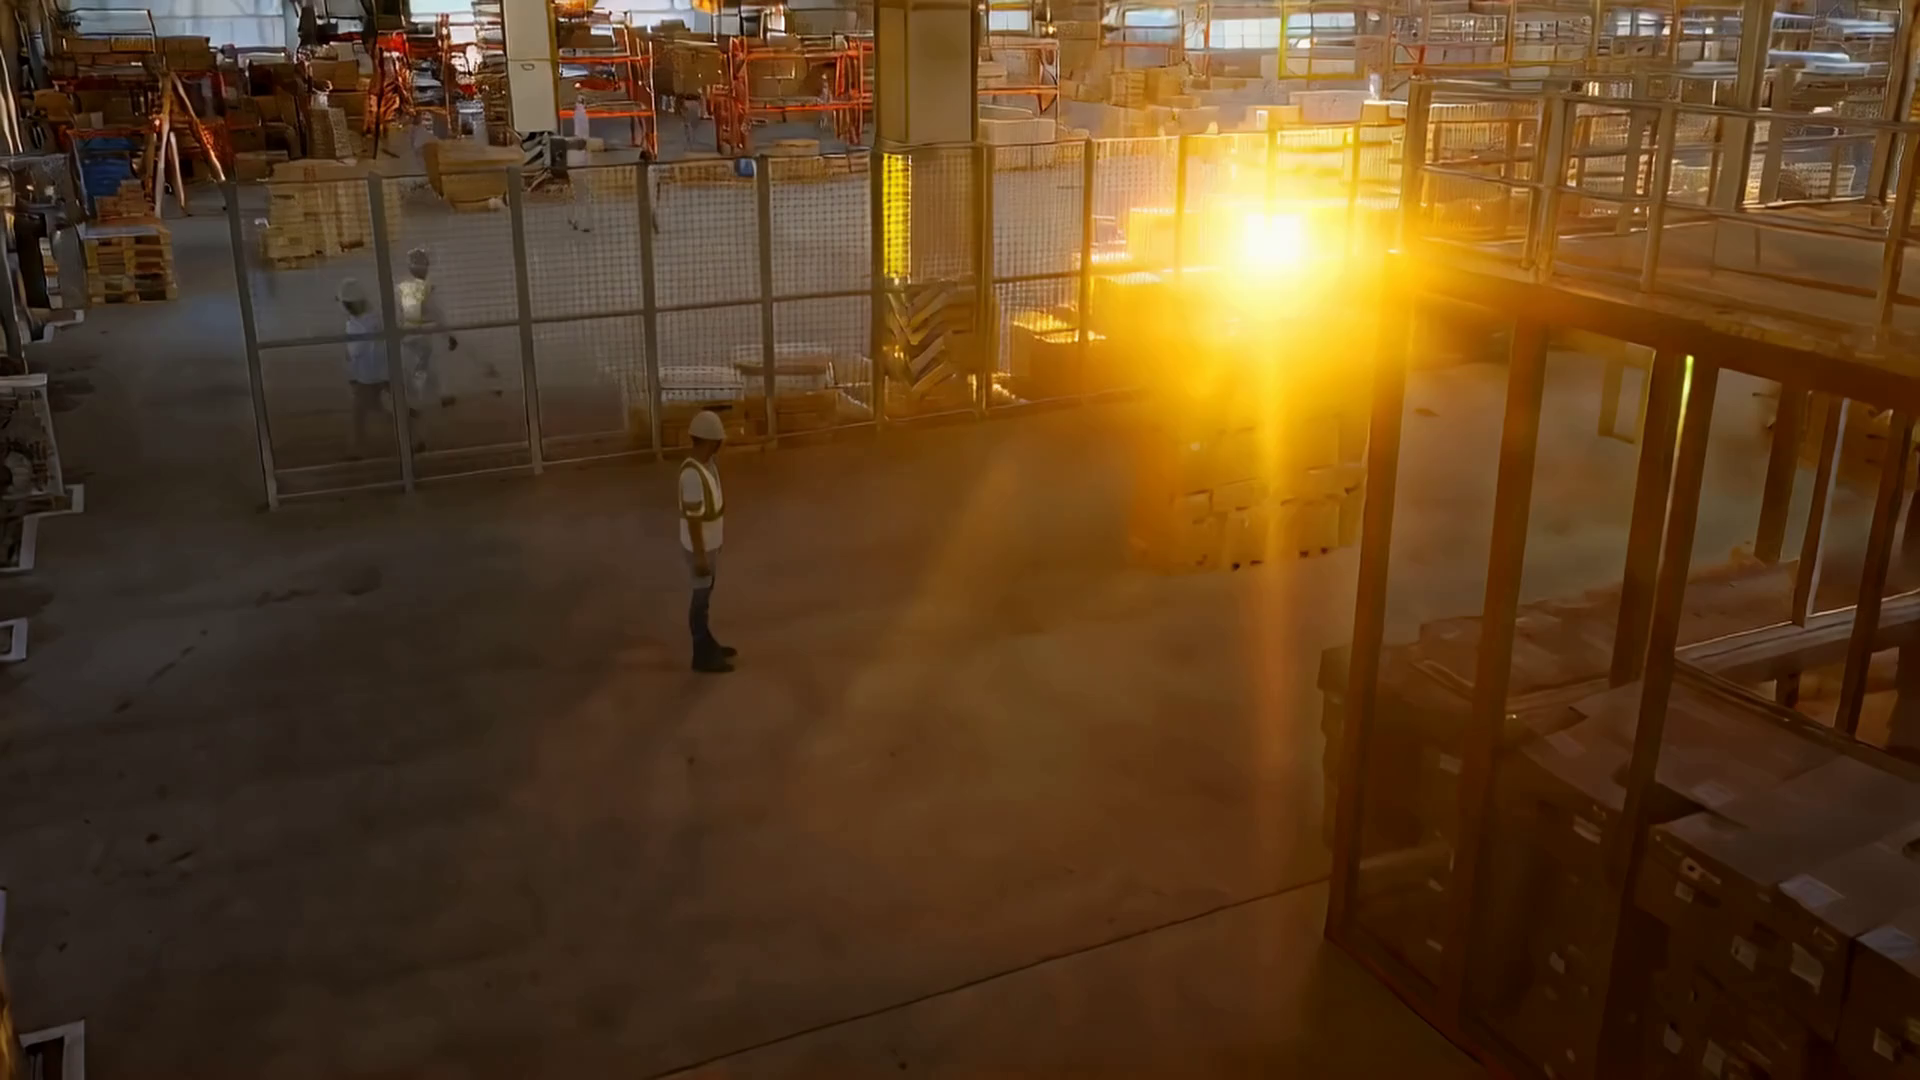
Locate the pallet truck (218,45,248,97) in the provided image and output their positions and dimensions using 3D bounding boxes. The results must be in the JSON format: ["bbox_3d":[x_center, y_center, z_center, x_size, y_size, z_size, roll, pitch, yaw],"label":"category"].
[{"bbox_3d":[-28.879,-18.665,66.111,0.823,1.965,1.885,-3,19,-9],"label":"pallet truck"}]

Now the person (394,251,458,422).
[{"bbox_3d":[-6.080,-2.344,18.960,0.654,1.893,0.996,7,20,19],"label":"person"}]

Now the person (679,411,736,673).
[{"bbox_3d":[-1.837,0.000,12.101,0.376,1.934,0.546,1,19,4],"label":"person"}]

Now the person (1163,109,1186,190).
[{"bbox_3d":[4.940,-8.933,38.122,0.577,1.843,0.687,-1,19,-4],"label":"person"}]

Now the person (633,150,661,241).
[{"bbox_3d":[-5.833,-6.413,31.046,0.537,1.696,0.321,-11,22,-28],"label":"person"}]

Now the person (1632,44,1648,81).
[{"bbox_3d":[28.029,-19.489,68.627,0.655,1.909,0.854,4,19,10],"label":"person"}]

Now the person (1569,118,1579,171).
[{"bbox_3d":[13.992,-9.127,38.419,0.412,2.035,0.601,-5,20,-13],"label":"person"}]

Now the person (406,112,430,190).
[{"bbox_3d":[-12.487,-9.018,38.511,0.553,1.739,0.685,2,19,6],"label":"person"}]

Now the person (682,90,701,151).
[{"bbox_3d":[-7.471,-11.656,46.239,0.497,1.701,0.878,-11,22,-29],"label":"person"}]

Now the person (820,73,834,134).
[{"bbox_3d":[-4.094,-13.379,51.033,0.388,1.830,0.527,6,20,18],"label":"person"}]

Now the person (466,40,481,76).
[{"bbox_3d":[-20.972,-20.607,71.827,0.635,1.939,0.361,7,20,20],"label":"person"}]

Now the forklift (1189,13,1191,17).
[{"bbox_3d":[10.532,-23.760,79.546,1.129,2.768,1.873,-9,21,-25],"label":"forklift"}]

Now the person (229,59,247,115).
[{"bbox_3d":[-25.037,-15.660,57.540,0.544,1.906,0.585,1,19,3],"label":"person"}]

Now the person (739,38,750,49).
[{"bbox_3d":[-9.509,-21.129,73.372,0.590,1.919,0.391,13,23,33],"label":"person"}]

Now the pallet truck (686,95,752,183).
[{"bbox_3d":[-5.836,-9.608,39.856,0.823,1.965,1.885,10,22,27],"label":"pallet truck"}]

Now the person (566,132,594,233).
[{"bbox_3d":[-7.312,-6.867,32.031,0.615,1.914,0.448,10,21,27],"label":"person"}]

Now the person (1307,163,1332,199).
[{"bbox_3d":[5.978,-5.459,28.124,0.785,1.811,0.620,8,21,23],"label":"person"}]

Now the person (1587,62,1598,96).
[{"bbox_3d":[22.441,-16.084,59.077,0.316,1.700,0.540,-2,19,-7],"label":"person"}]

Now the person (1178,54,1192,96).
[{"bbox_3d":[8.905,-18.484,66.104,0.537,1.655,0.863,-10,21,-26],"label":"person"}]

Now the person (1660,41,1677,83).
[{"bbox_3d":[31.408,-21.221,73.724,0.647,1.874,0.928,1,19,2],"label":"person"}]

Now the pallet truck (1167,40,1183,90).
[{"bbox_3d":[9.045,-19.971,69.895,0.823,1.965,1.885,-3,19,-8],"label":"pallet truck"}]

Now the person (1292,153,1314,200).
[{"bbox_3d":[6.006,-5.844,29.153,1.042,1.865,0.617,9,21,25],"label":"person"}]

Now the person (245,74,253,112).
[{"bbox_3d":[-24.916,-15.877,58.633,0.544,1.584,0.869,2,19,7],"label":"person"}]

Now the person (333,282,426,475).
[{"bbox_3d":[-5.986,-1.681,16.965,0.609,1.946,1.033,11,22,29],"label":"person"}]

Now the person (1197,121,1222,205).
[{"bbox_3d":[5.357,-8.010,35.486,0.447,1.829,0.628,16,25,38],"label":"person"}]

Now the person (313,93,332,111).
[{"bbox_3d":[-17.927,-11.956,46.905,0.631,1.855,0.623,8,21,23],"label":"person"}]

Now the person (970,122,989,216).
[{"bbox_3d":[0.413,-7.608,34.172,0.446,1.918,0.681,5,20,15],"label":"person"}]

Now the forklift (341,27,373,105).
[{"bbox_3d":[-22.275,-17.346,60.954,1.873,2.768,1.129,-9,21,-25],"label":"forklift"}]

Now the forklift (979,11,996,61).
[{"bbox_3d":[0.931,-25.065,83.330,1.873,2.768,1.129,-9,21,-25],"label":"forklift"}]

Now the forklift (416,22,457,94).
[{"bbox_3d":[-21.449,-19.504,67.209,1.129,2.768,1.873,10,22,27],"label":"forklift"}]

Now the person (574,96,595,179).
[{"bbox_3d":[-9.059,-9.665,40.022,0.378,1.996,0.611,2,19,5],"label":"person"}]

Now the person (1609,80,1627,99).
[{"bbox_3d":[20.951,-13.990,53.035,0.543,1.666,0.723,6,20,17],"label":"person"}]

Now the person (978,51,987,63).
[{"bbox_3d":[0.707,-17.764,63.628,0.574,1.904,0.888,-12,22,-31],"label":"person"}]

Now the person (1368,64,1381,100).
[{"bbox_3d":[13.396,-14.415,53.835,0.364,1.964,0.612,10,21,27],"label":"person"}]
